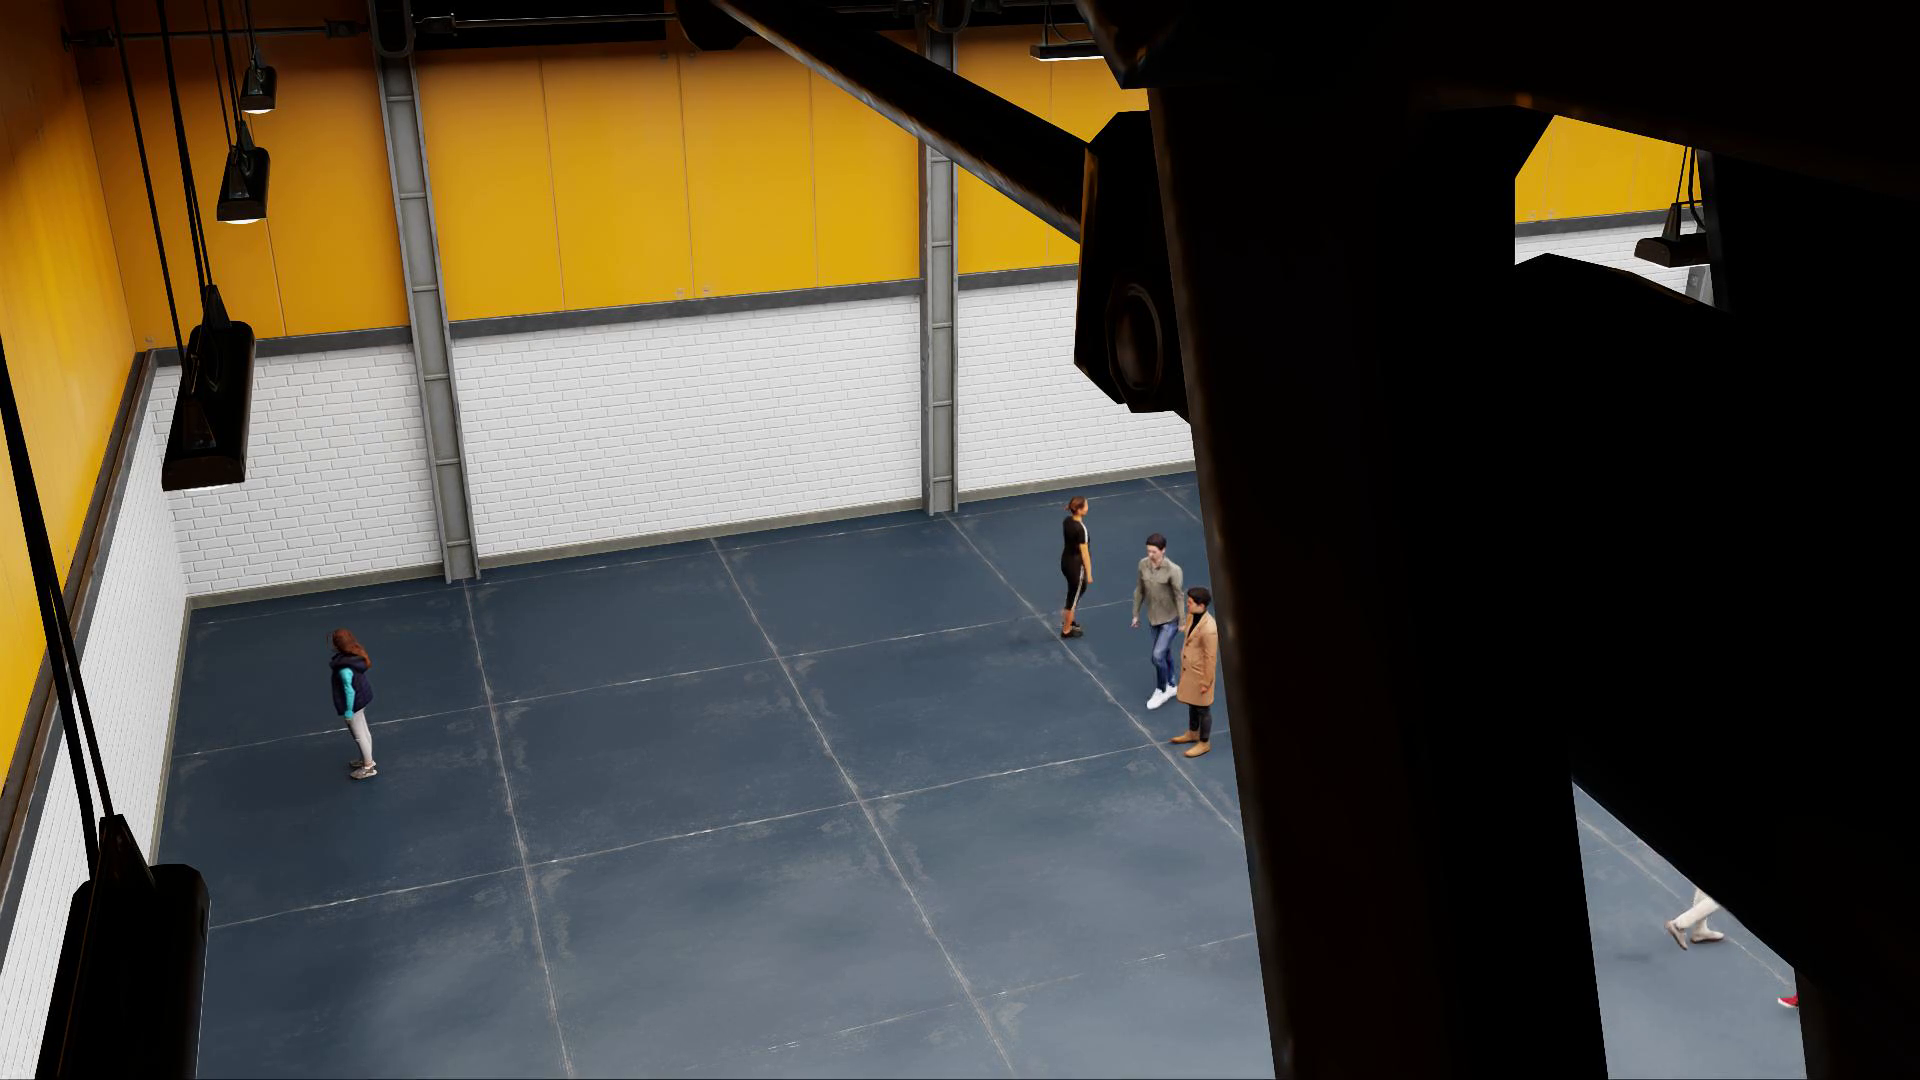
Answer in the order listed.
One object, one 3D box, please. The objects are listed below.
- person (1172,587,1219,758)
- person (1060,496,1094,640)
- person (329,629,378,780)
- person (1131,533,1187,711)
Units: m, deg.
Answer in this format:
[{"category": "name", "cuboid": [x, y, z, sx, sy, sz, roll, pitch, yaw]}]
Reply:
[{"category": "person", "cuboid": [2.266, 1.220, 15.741, 0.605, 1.726, 0.647, -8, 25, -17]}, {"category": "person", "cuboid": [1.157, 0.306, 17.917, 0.569, 1.659, 0.599, -9, 25, -19]}, {"category": "person", "cuboid": [-5.612, 1.497, 15.391, 0.594, 1.500, 0.589, -6, 24, -13]}, {"category": "person", "cuboid": [2.103, 0.757, 16.666, 0.865, 1.834, 0.845, -21, 31, -39]}]
